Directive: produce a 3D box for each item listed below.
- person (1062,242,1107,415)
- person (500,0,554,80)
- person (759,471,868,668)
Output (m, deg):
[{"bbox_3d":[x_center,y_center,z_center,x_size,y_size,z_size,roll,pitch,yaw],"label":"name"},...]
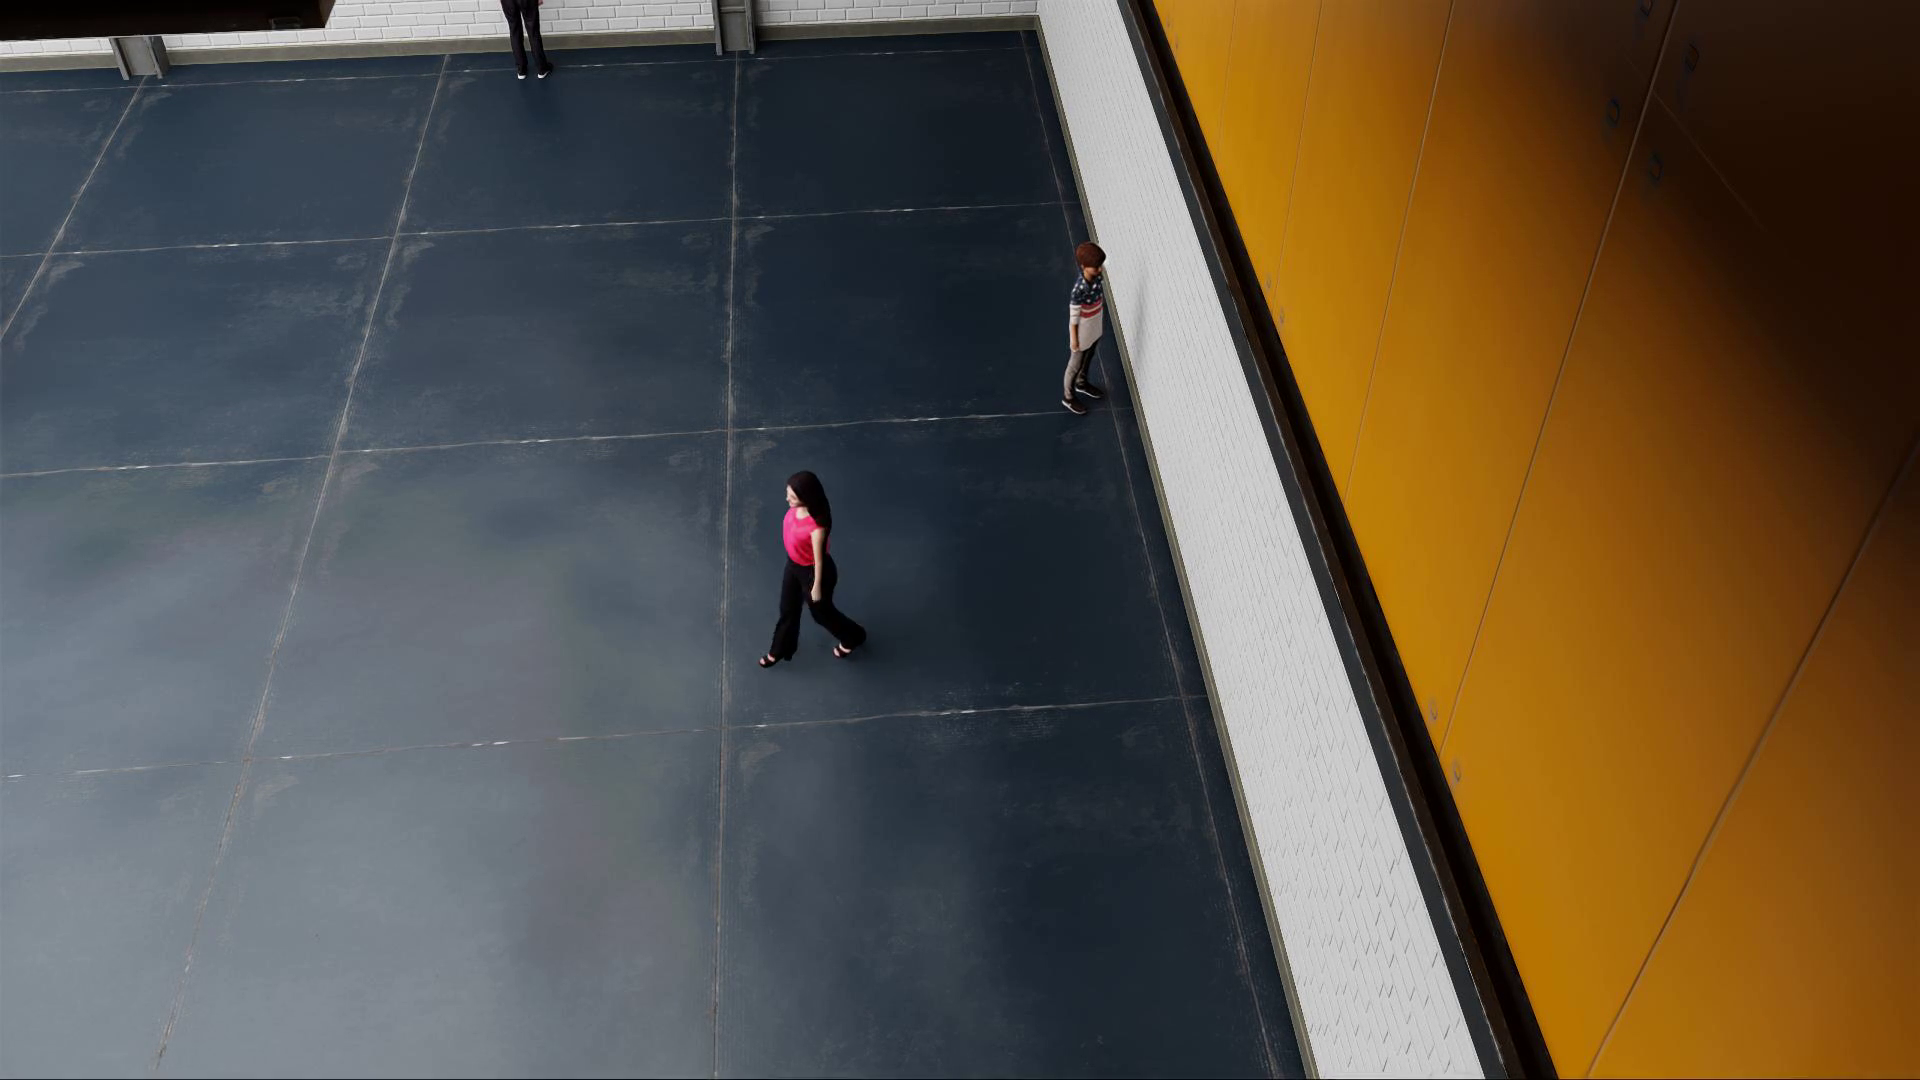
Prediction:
[{"bbox_3d":[0.954,-1.641,12.663,0.623,1.439,0.586,24,49,23],"label":"person"},{"bbox_3d":[-4.361,-5.389,16.374,0.481,1.747,0.651,0,44,0],"label":"person"},{"bbox_3d":[-0.892,0.197,10.589,1.026,1.639,0.805,-19,47,-19],"label":"person"}]
